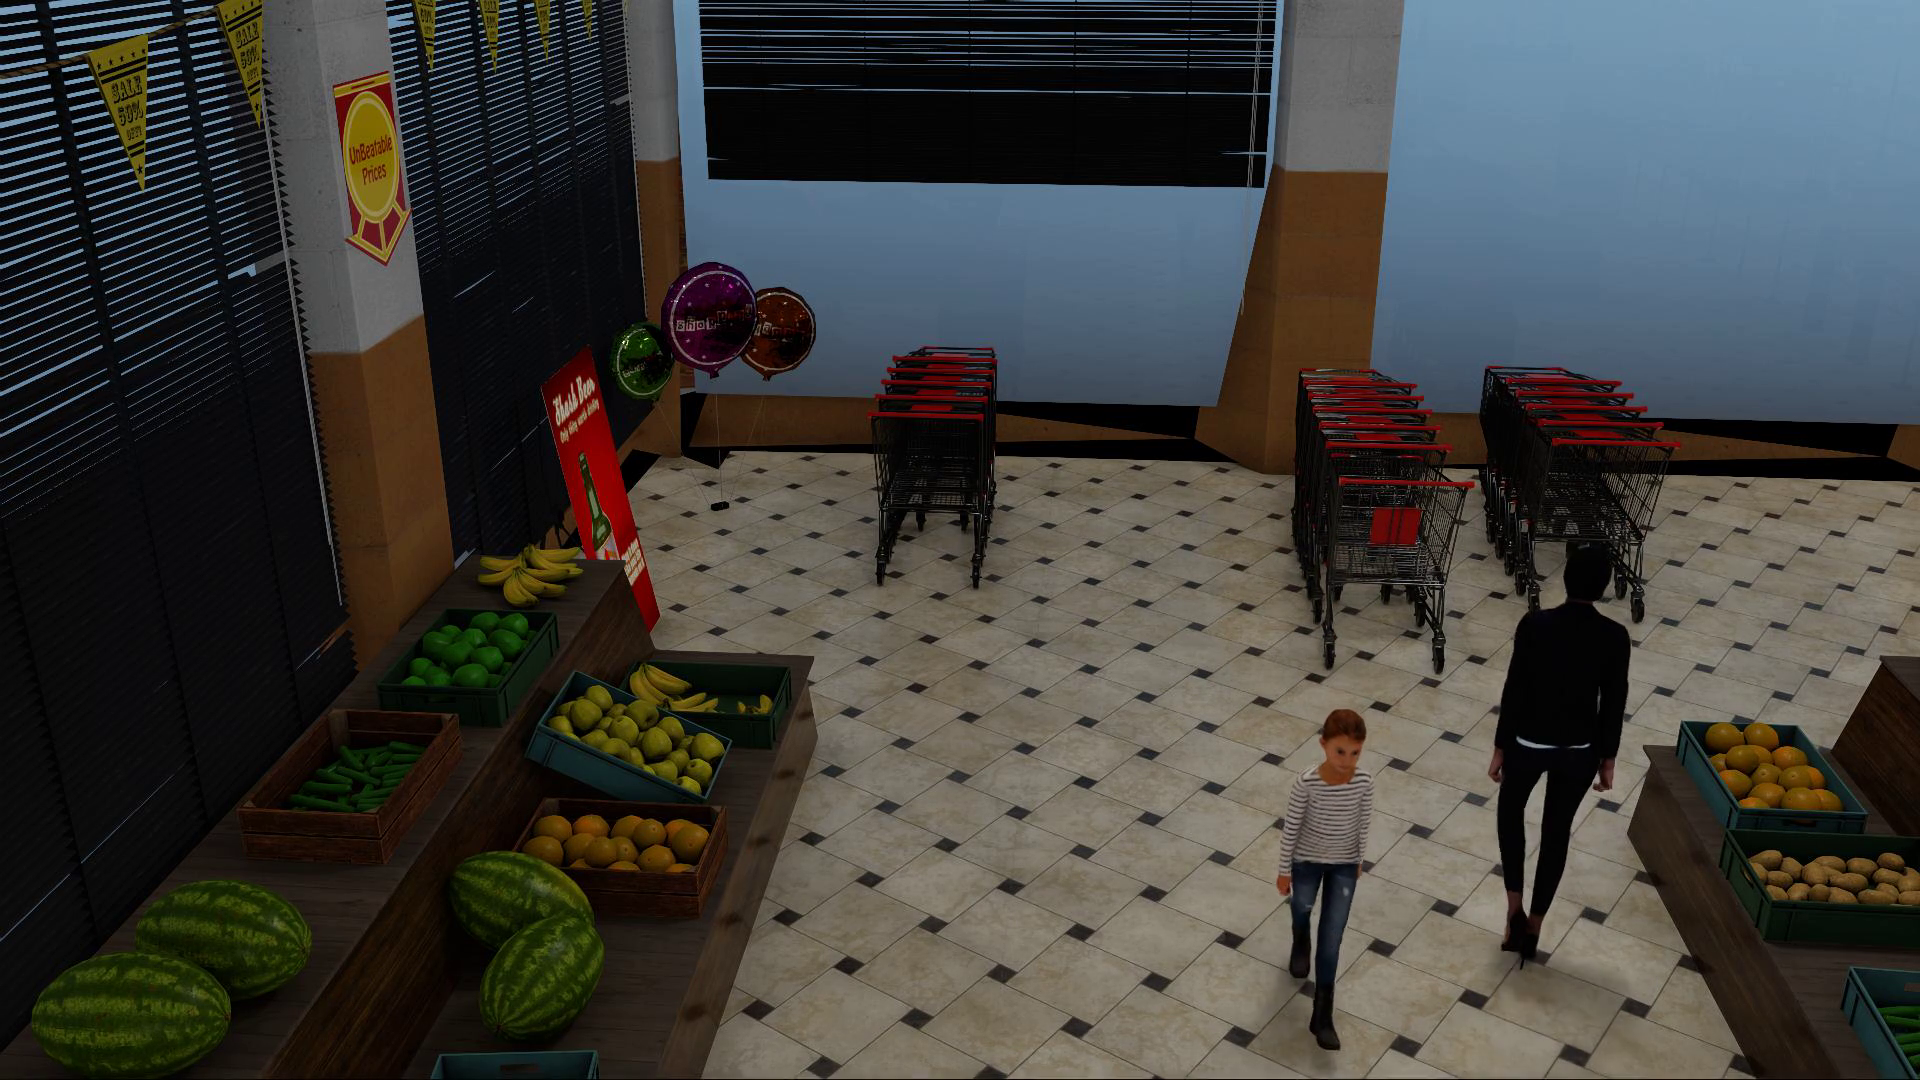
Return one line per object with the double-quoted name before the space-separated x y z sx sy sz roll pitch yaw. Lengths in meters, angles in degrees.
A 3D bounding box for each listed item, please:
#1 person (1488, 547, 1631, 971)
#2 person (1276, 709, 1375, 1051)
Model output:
"person" 2.280 0.905 6.428 0.703 1.821 0.760 7 23 17
"person" 1.382 1.217 6.389 0.516 1.272 0.951 2 22 4
